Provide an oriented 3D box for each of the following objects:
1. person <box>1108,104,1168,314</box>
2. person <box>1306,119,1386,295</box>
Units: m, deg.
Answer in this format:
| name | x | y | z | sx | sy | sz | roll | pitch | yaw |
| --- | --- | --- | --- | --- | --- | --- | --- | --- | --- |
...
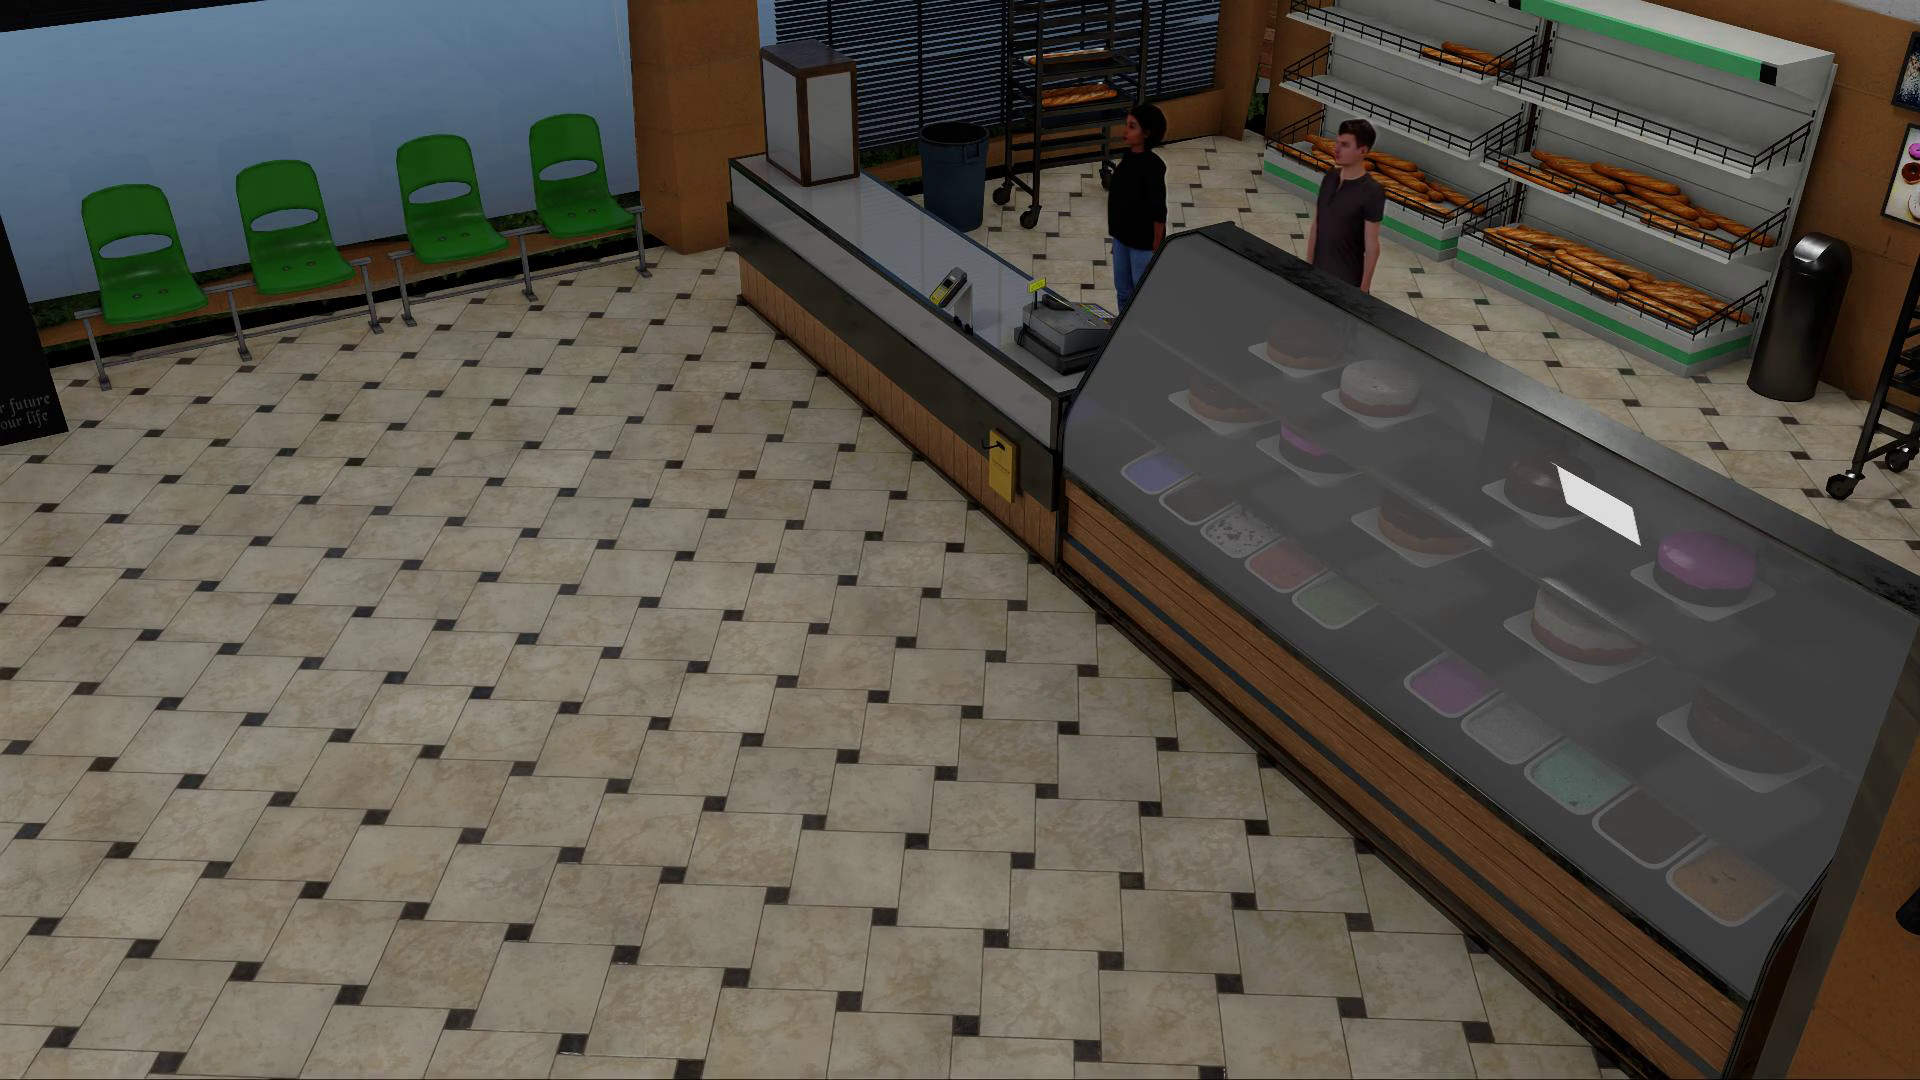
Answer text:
| name | x | y | z | sx | sy | sz | roll | pitch | yaw |
| --- | --- | --- | --- | --- | --- | --- | --- | --- | --- |
| person | 1.068 | -1.776 | 9.990 | 0.518 | 1.701 | 0.561 | -17 | 36 | -25 |
| person | 2.132 | -1.448 | 9.322 | 0.515 | 1.850 | 0.647 | -17 | 36 | -25 |
